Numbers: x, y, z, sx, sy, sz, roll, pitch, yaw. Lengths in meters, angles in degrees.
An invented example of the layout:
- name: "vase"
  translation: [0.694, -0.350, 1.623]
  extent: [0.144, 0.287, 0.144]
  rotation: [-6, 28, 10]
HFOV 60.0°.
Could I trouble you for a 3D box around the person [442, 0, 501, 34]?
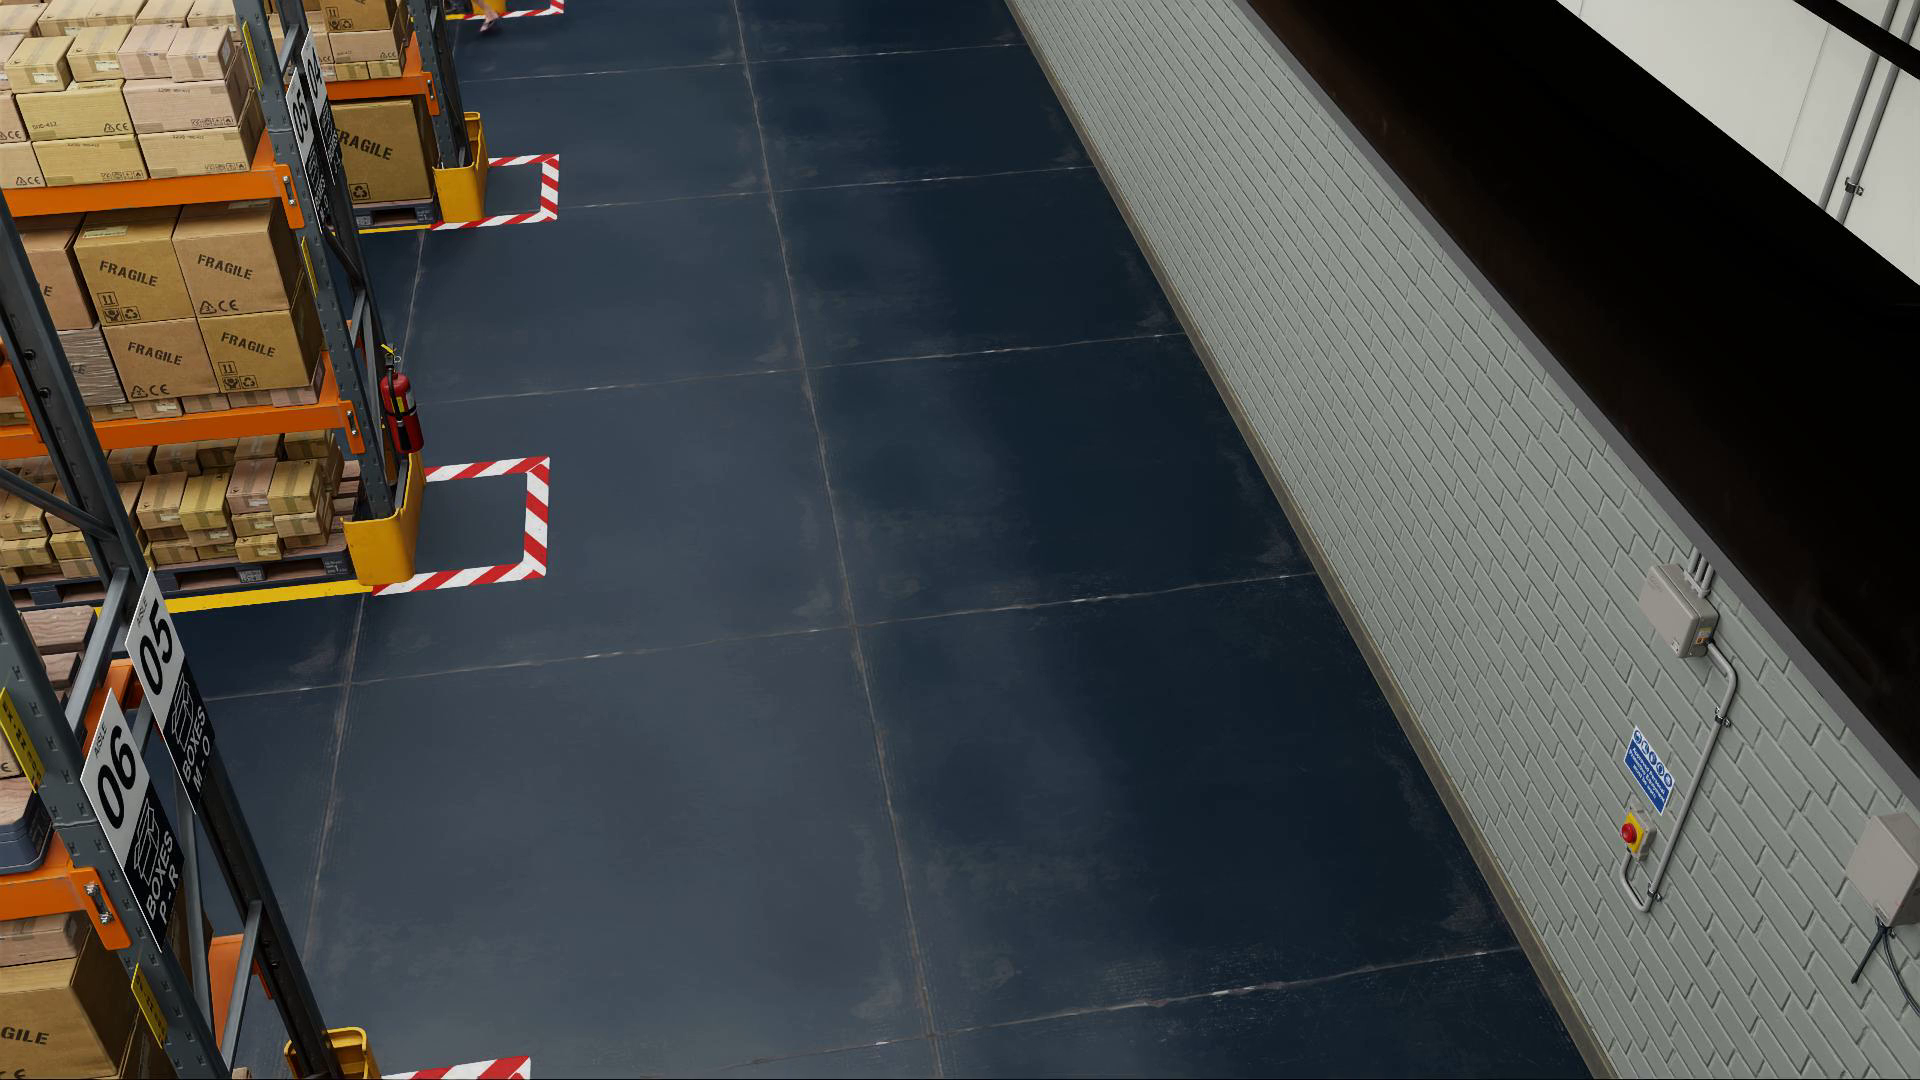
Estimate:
- name: "person"
  translation: [-5.253, -6.063, 17.167]
  extent: [1.220, 1.795, 0.839]
  rotation: [-17, 41, -21]
